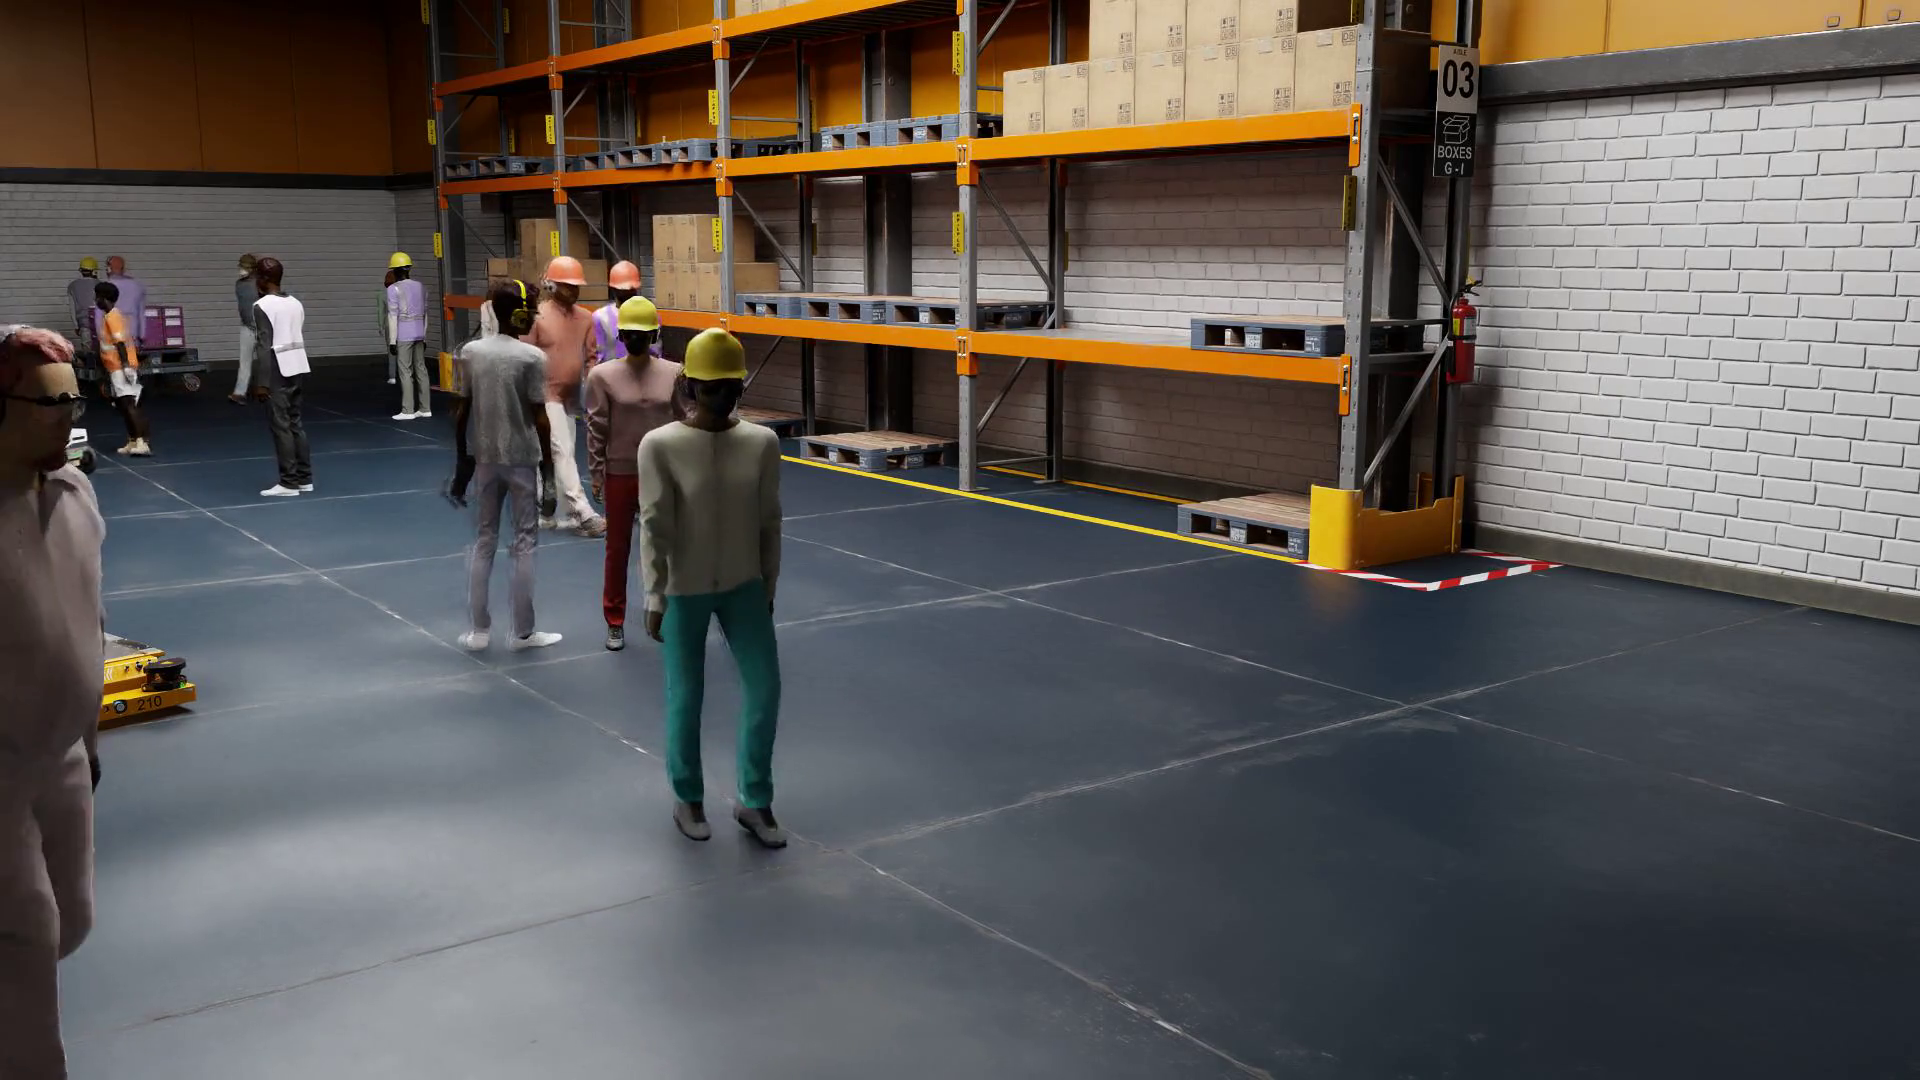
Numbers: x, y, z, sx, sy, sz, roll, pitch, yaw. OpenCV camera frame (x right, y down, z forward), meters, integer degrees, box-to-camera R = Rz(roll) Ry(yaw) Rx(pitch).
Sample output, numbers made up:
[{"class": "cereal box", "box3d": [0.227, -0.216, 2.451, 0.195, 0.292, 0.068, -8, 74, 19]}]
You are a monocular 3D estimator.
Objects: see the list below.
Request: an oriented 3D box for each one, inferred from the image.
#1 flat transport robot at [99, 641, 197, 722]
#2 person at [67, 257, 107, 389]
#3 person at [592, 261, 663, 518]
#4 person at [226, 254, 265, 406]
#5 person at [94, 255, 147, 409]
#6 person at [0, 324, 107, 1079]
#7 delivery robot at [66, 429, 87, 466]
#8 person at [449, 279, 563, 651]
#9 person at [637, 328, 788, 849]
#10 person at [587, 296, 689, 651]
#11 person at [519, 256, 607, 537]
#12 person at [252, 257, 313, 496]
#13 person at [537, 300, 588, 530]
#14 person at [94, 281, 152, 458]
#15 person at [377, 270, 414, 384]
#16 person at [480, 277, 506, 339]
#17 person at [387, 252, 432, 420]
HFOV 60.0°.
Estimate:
[{"class": "flat transport robot", "box3d": [-4.074, 0.579, 7.404, 1.431, 0.197, 0.652, 8, 13, 38]}, {"class": "person", "box3d": [-12.079, -3.023, 23.200, 0.589, 1.834, 0.403, 0, 10, 0]}, {"class": "person", "box3d": [-2.444, -1.090, 12.242, 0.542, 1.893, 0.662, -6, 12, -32]}, {"class": "person", "box3d": [-8.806, -2.610, 20.742, 0.653, 1.882, 0.954, 5, 11, 26]}, {"class": "person", "box3d": [-10.245, -2.538, 20.340, 0.837, 1.881, 0.658, 5, 11, 28]}, {"class": "person", "box3d": [-2.133, 0.472, 3.559, 0.663, 1.873, 0.652, 1, 10, 7]}, {"class": "delivery robot", "box3d": [-7.941, -0.851, 14.356, 0.707, 0.478, 0.477, 1, 10, 5]}, {"class": "person", "box3d": [-2.292, -0.356, 8.272, 0.634, 1.852, 0.342, 3, 11, 18]}, {"class": "person", "box3d": [-0.804, 0.179, 5.527, 0.538, 1.748, 0.622, -5, 11, -26]}, {"class": "person", "box3d": [-1.588, -0.331, 8.316, 0.533, 1.765, 0.321, -5, 11, -25]}, {"class": "person", "box3d": [-2.786, -0.994, 11.593, 0.993, 1.934, 0.603, 6, 12, 31]}, {"class": "person", "box3d": [-5.447, -1.308, 13.391, 0.389, 1.911, 0.601, 1, 10, 7]}, {"class": "person", "box3d": [-2.885, -0.881, 11.803, 0.529, 1.624, 0.346, 3, 10, 14]}, {"class": "person", "box3d": [-7.958, -1.617, 15.806, 0.396, 1.659, 0.667, -5, 11, -28]}, {"class": "person", "box3d": [-8.146, -3.072, 24.036, 0.498, 1.633, 0.278, -5, 11, -25]}, {"class": "person", "box3d": [-5.404, -2.278, 19.621, 0.495, 1.626, 0.285, -10, 14, -44]}, {"class": "person", "box3d": [-6.368, -2.342, 19.158, 0.397, 1.918, 0.588, 5, 11, 25]}]
